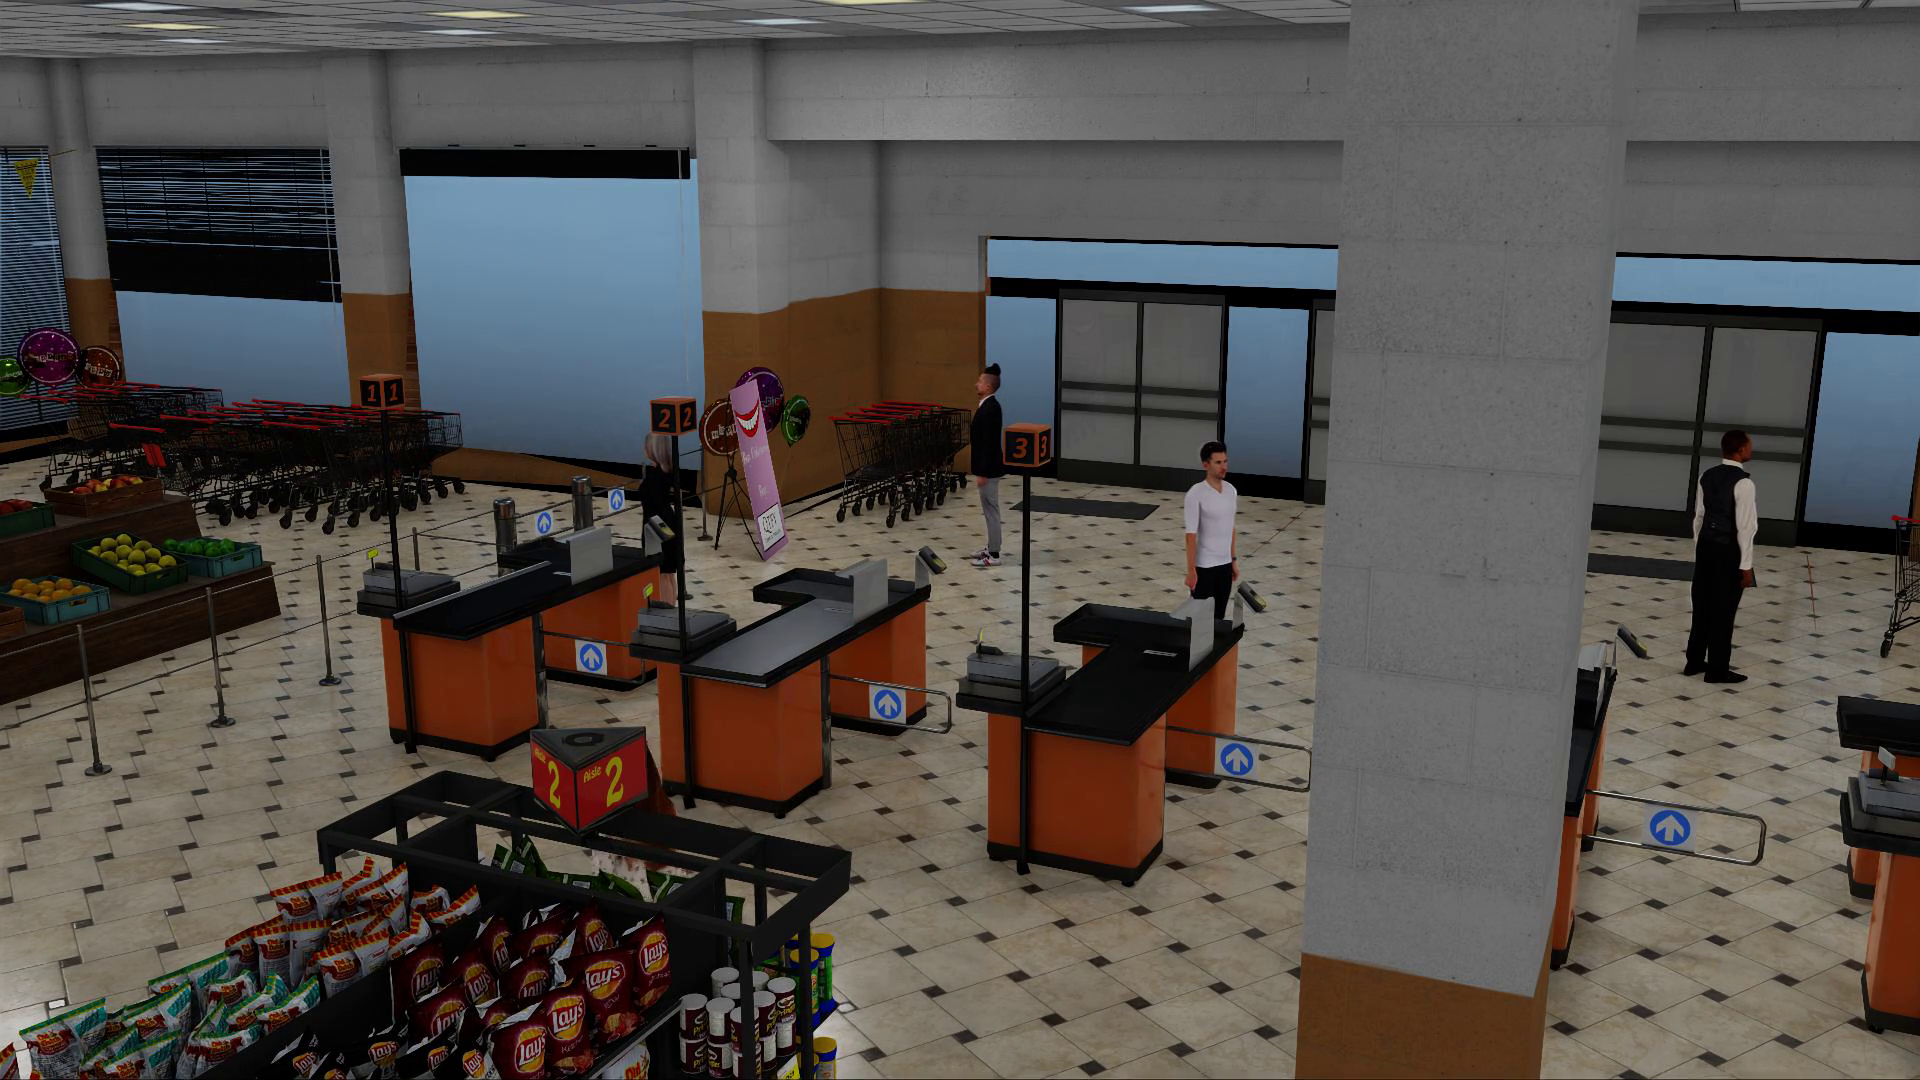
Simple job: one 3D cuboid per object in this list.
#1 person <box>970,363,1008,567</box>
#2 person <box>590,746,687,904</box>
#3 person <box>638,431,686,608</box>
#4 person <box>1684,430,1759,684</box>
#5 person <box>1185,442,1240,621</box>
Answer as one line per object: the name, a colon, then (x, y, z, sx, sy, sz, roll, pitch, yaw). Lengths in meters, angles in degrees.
person: (0.281, -0.731, 15.978, 0.846, 1.949, 0.688, 1, 14, 2)
person: (-1.247, 1.620, 6.770, 0.750, 1.721, 0.659, 13, 19, 42)
person: (-2.441, -0.037, 13.548, 0.744, 1.747, 0.628, 1, 14, 2)
person: (5.750, 0.115, 12.556, 0.830, 1.919, 0.765, -5, 14, -18)
person: (1.876, 0.173, 12.459, 0.665, 1.851, 0.812, -10, 17, -37)
